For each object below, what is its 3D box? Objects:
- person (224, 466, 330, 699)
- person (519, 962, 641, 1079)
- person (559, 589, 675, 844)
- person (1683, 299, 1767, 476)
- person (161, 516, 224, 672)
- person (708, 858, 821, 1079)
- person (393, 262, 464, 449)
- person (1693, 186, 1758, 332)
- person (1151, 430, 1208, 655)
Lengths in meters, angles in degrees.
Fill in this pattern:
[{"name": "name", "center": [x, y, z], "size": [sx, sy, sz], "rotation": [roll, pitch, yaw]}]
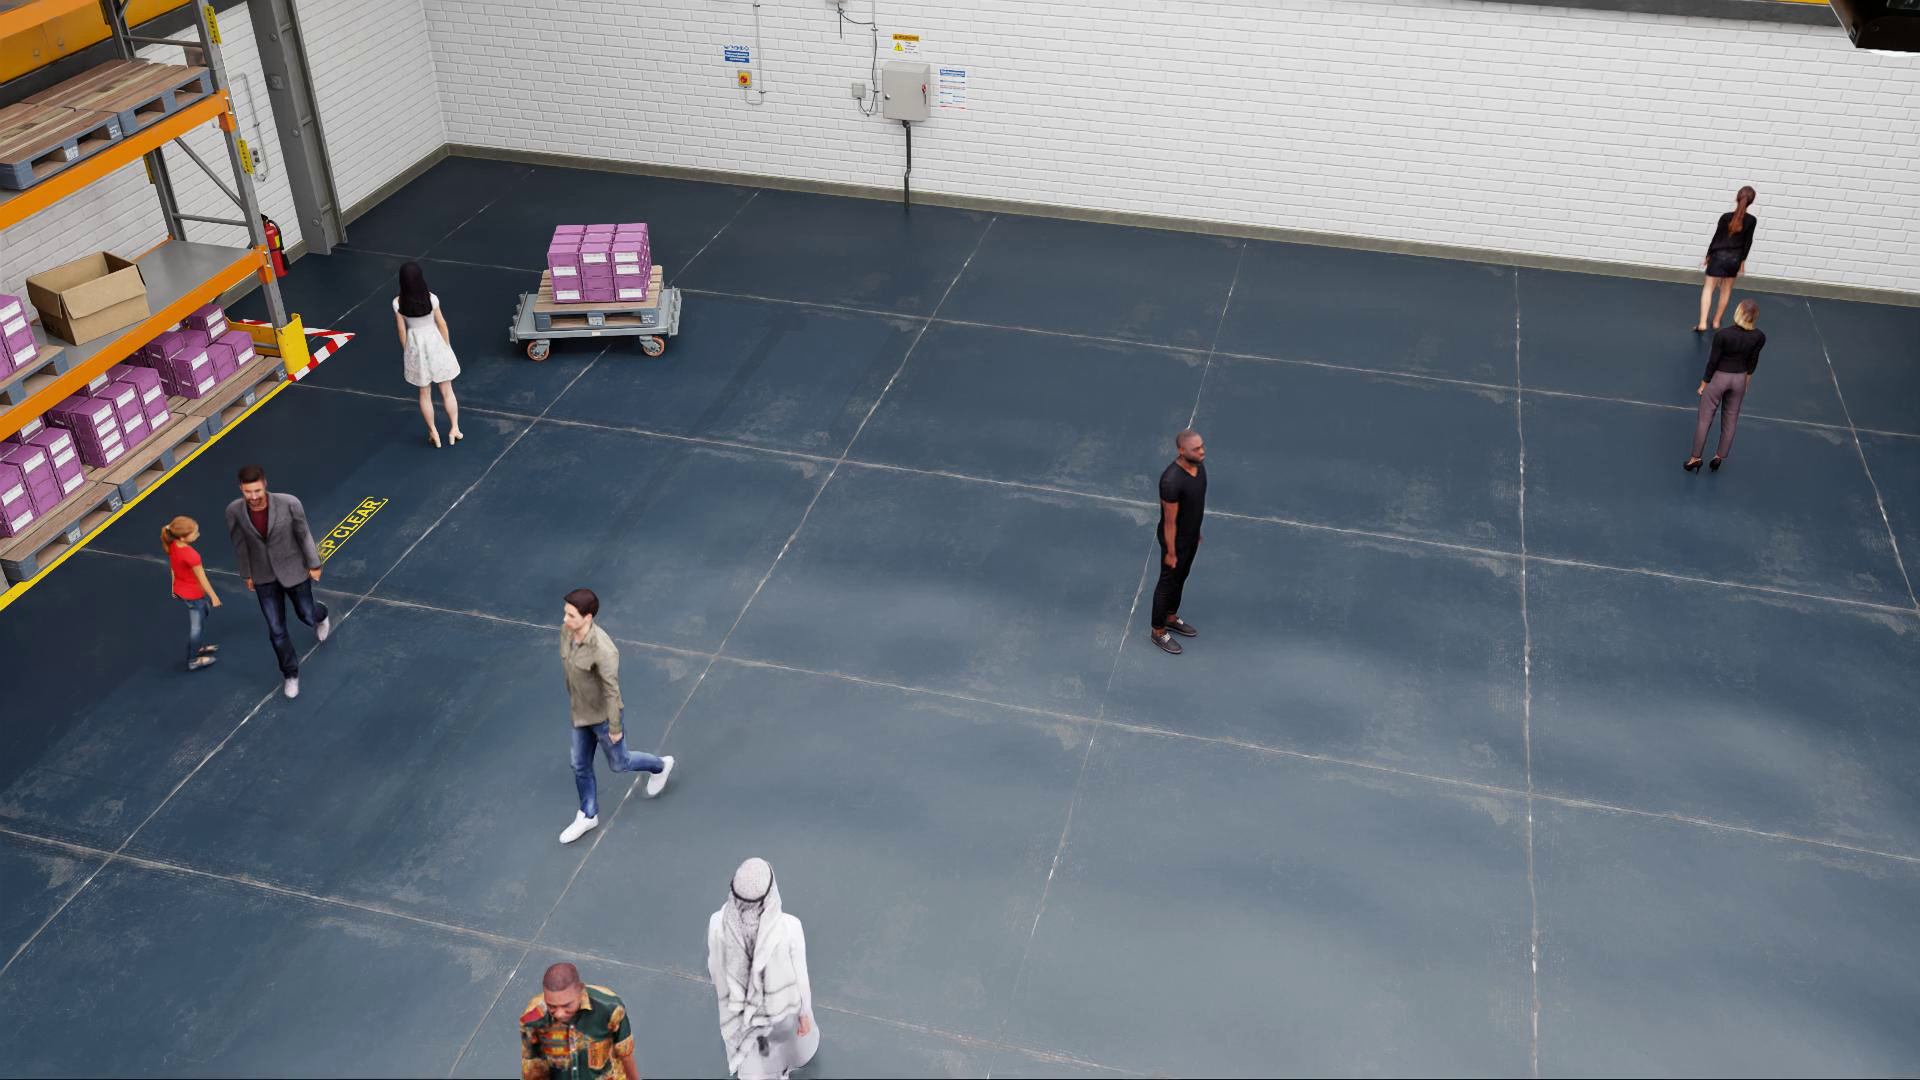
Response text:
[{"name": "person", "center": [-4.882, 0.200, 11.996], "size": [1.032, 1.841, 1.205], "rotation": [-6, 34, -9]}, {"name": "person", "center": [-1.846, 2.661, 8.350], "size": [0.817, 1.779, 0.997], "rotation": [-1, 34, -2]}, {"name": "person", "center": [-2.251, 1.067, 10.692], "size": [1.036, 1.841, 1.252], "rotation": [26, 42, 34]}, {"name": "person", "center": [6.647, -1.325, 14.444], "size": [0.650, 1.672, 0.616], "rotation": [-1, 34, -1]}, {"name": "person", "center": [-5.690, 0.406, 12.188], "size": [0.608, 1.285, 0.669], "rotation": [20, 39, 27]}, {"name": "person", "center": [-1.029, 2.469, 8.541], "size": [0.888, 1.888, 1.280], "rotation": [2, 34, 3]}, {"name": "person", "center": [-4.748, -1.650, 14.837], "size": [0.763, 1.777, 0.793], "rotation": [-8, 34, -12]}, {"name": "person", "center": [7.754, -2.853, 16.824], "size": [0.540, 1.581, 0.686], "rotation": [8, 35, 12]}, {"name": "person", "center": [1.623, -0.018, 12.344], "size": [0.791, 1.819, 0.618], "rotation": [20, 39, 27]}]
